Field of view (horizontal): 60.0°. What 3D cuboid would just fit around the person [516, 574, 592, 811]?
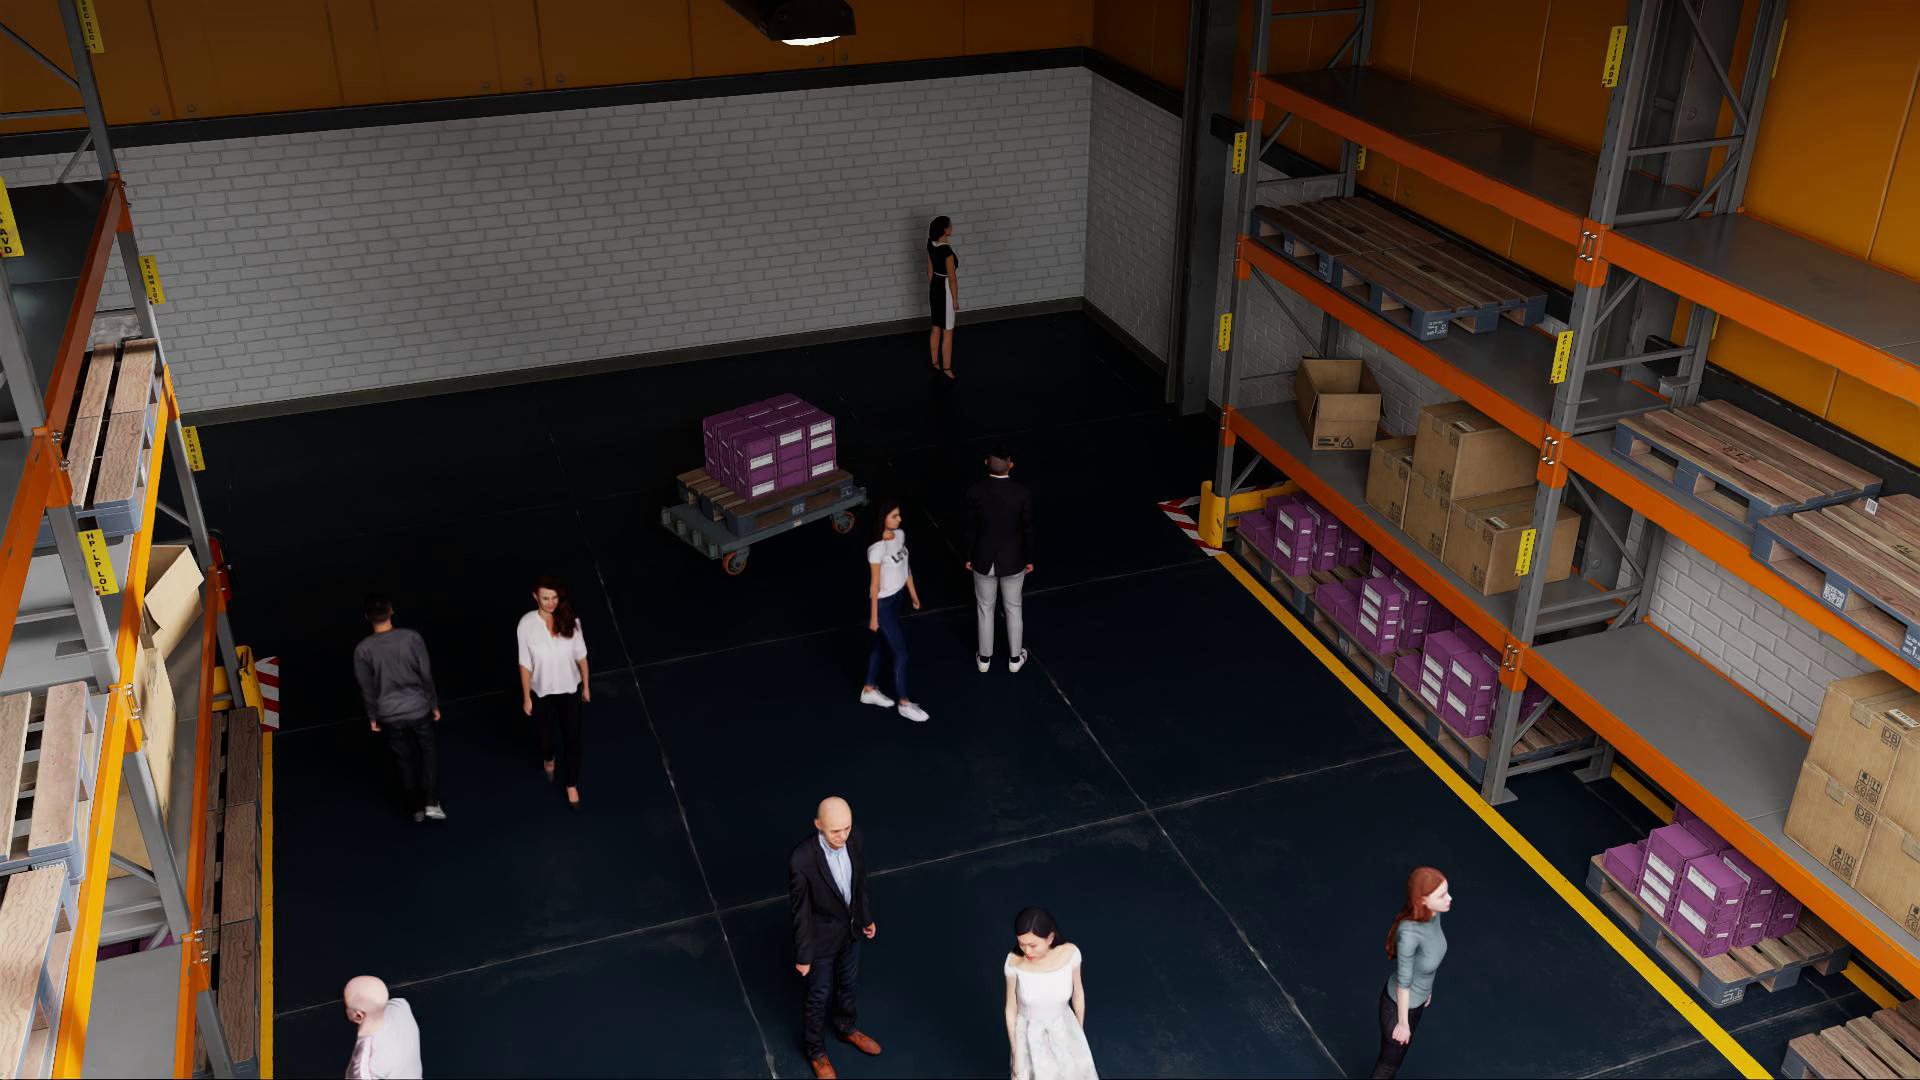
[{"bbox_3d":[-2.723,0.985,11.088,0.646,1.780,0.714,-13,31,-22],"label":"person"}]

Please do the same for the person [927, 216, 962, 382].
[{"bbox_3d":[-0.181,-2.542,17.537,0.693,1.796,0.525,-21,35,-33],"label":"person"}]

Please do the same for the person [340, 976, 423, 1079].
[{"bbox_3d":[-2.627,2.752,7.796,0.799,1.830,0.639,0,29,0],"label":"person"}]

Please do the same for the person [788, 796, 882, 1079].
[{"bbox_3d":[-0.695,2.113,9.004,0.767,1.795,0.735,-25,37,-38],"label":"person"}]

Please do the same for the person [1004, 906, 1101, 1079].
[{"bbox_3d":[0.389,2.480,8.374,0.725,1.754,0.815,-5,29,-9],"label":"person"}]

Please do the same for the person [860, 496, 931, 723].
[{"bbox_3d":[-0.618,0.474,12.048,0.939,1.757,0.896,9,30,16],"label":"person"}]

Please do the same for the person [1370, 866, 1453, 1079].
[{"bbox_3d":[2.298,2.386,8.562,0.712,1.738,0.669,17,33,28],"label":"person"}]

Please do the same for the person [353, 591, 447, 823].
[{"bbox_3d":[-3.610,1.145,10.821,0.642,1.754,0.769,-11,30,-19],"label":"person"}]

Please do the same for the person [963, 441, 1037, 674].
[{"bbox_3d":[0.294,0.115,12.507,0.792,1.948,0.765,3,29,5],"label":"person"}]
